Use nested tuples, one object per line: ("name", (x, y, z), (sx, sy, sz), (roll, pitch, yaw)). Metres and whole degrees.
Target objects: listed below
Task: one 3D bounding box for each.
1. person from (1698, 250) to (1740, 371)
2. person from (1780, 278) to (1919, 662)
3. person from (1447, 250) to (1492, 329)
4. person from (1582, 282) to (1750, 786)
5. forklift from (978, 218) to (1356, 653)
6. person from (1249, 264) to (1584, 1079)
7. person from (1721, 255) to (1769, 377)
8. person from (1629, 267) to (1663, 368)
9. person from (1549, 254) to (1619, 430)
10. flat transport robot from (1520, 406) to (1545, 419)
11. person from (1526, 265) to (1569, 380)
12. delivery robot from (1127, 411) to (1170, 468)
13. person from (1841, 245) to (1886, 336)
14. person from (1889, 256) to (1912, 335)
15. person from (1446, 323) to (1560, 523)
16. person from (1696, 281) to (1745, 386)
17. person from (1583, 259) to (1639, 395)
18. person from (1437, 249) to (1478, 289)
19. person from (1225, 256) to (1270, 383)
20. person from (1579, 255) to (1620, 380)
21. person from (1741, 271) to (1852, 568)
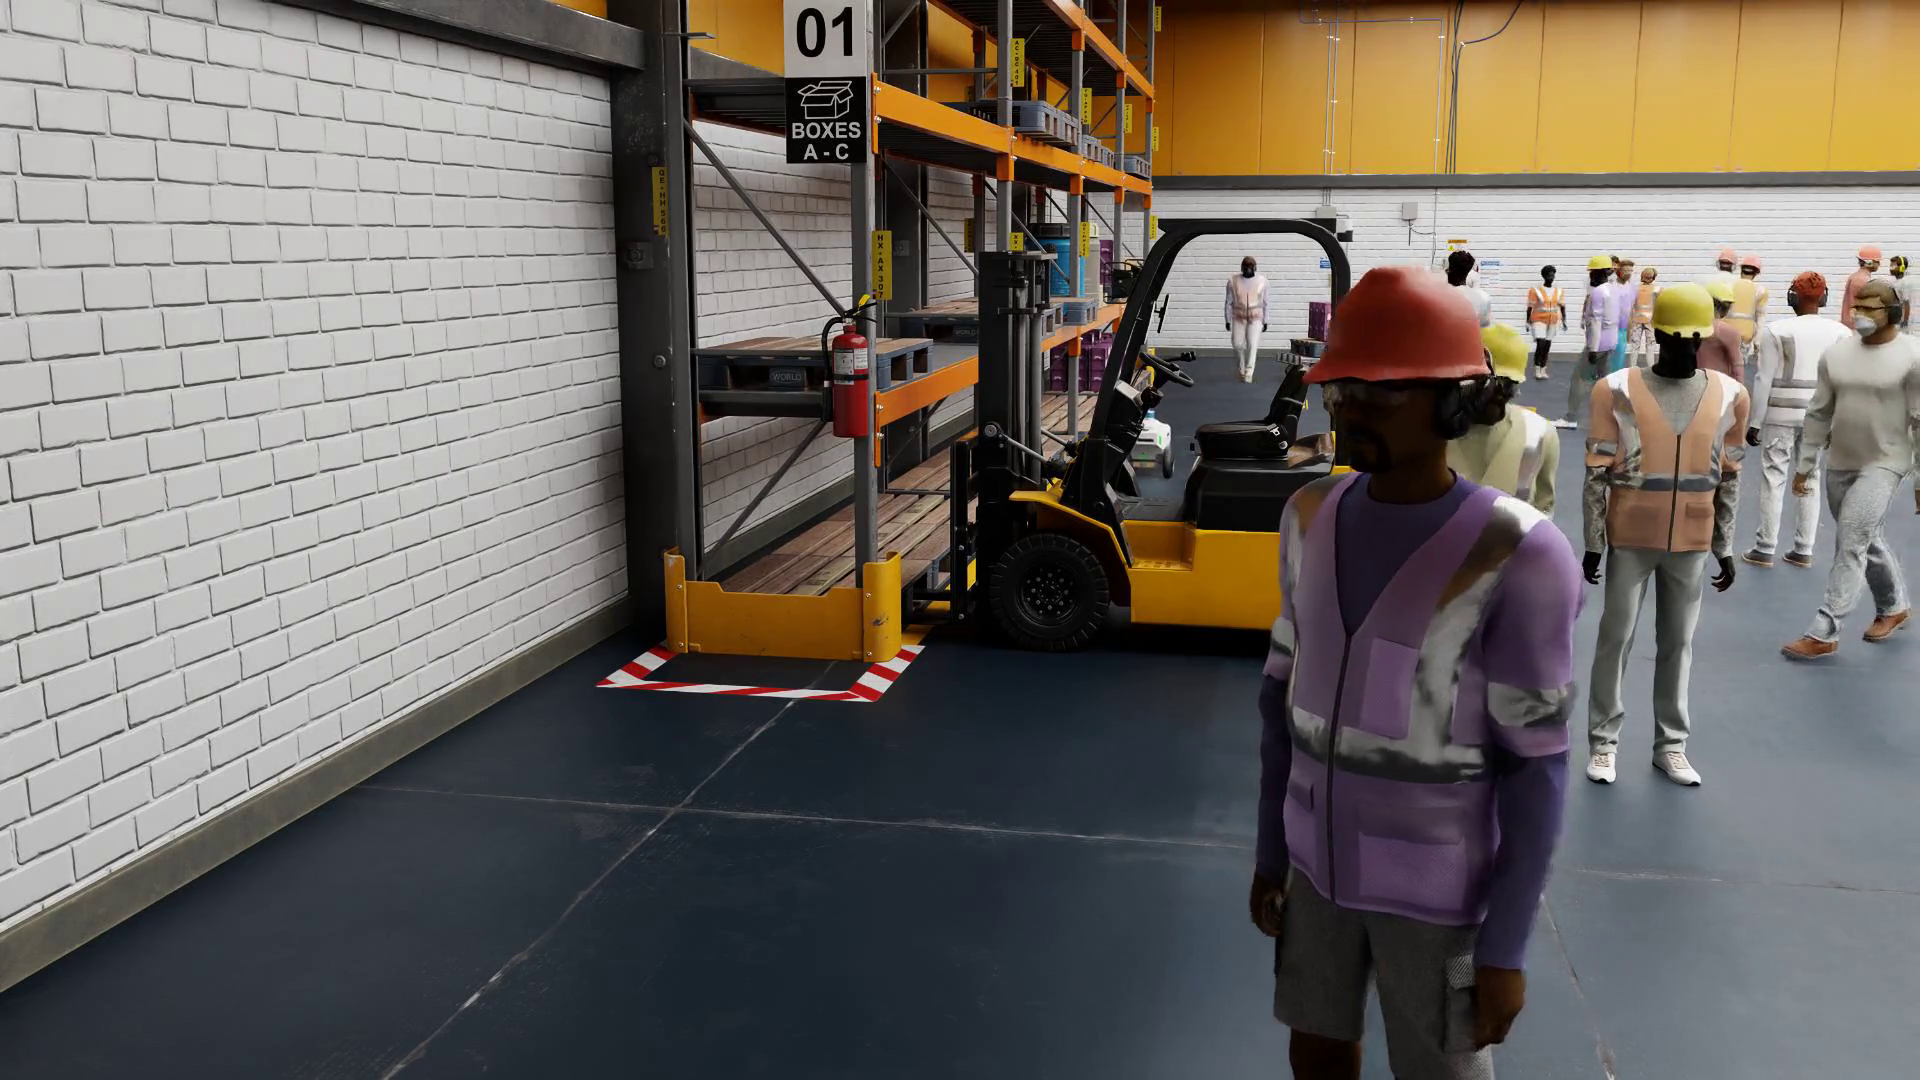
("person", (9.628, -2.710, 21.146), (0.622, 1.934, 0.768), (6, 12, 31))
("person", (4.559, -0.362, 8.341), (1.004, 1.899, 0.645), (-4, 11, -23))
("person", (4.559, -1.666, 15.282), (0.613, 1.965, 0.361), (-2, 11, -12))
("person", (2.674, -0.014, 6.345), (0.586, 1.924, 0.370), (1, 10, 5))
("forklift", (1.285, -0.567, 8.635), (2.313, 2.155, 1.214), (2, 11, 11))
("person", (0.720, 0.566, 2.847), (0.386, 2.043, 0.625), (-7, 13, -35))
("person", (9.119, -2.391, 19.488), (0.603, 1.884, 0.879), (4, 11, 19))
("person", (10.168, -3.217, 24.681), (0.524, 1.639, 0.308), (8, 13, 38))
("person", (6.751, -2.116, 17.926), (0.772, 1.901, 0.627), (9, 13, 40))
("flat transport robot", (5.669, -1.371, 18.316), (1.431, 0.197, 0.652), (-5, 11, -24))
("person", (8.584, -3.171, 24.322), (0.561, 1.667, 0.587), (-2, 10, -9))
("delivery robot", (1.654, -0.890, 14.645), (0.477, 0.478, 0.707), (2, 11, 13))
("person", (10.942, -2.579, 20.222), (0.413, 1.986, 0.645), (2, 11, 11))
("person", (12.878, -3.008, 23.030), (0.958, 1.818, 0.545), (3, 11, 18))
("person", (1.812, 0.112, 6.005), (0.615, 1.801, 0.630), (2, 11, 11))
("person", (5.892, -1.143, 13.041), (0.644, 1.745, 0.526), (-4, 11, -21))
("person", (8.375, -2.709, 21.435), (0.576, 1.817, 0.626), (-4, 11, -21))
("person", (7.359, -3.344, 24.659), (0.641, 1.904, 0.401), (5, 12, 26))
("person", (4.157, -3.201, 24.083), (0.640, 1.824, 0.598), (2, 11, 11))
("person", (9.420, -3.280, 24.515), (0.564, 1.835, 0.635), (1, 10, 5))
("person", (5.281, -0.750, 10.512), (0.578, 1.880, 0.365), (0, 10, -2))
